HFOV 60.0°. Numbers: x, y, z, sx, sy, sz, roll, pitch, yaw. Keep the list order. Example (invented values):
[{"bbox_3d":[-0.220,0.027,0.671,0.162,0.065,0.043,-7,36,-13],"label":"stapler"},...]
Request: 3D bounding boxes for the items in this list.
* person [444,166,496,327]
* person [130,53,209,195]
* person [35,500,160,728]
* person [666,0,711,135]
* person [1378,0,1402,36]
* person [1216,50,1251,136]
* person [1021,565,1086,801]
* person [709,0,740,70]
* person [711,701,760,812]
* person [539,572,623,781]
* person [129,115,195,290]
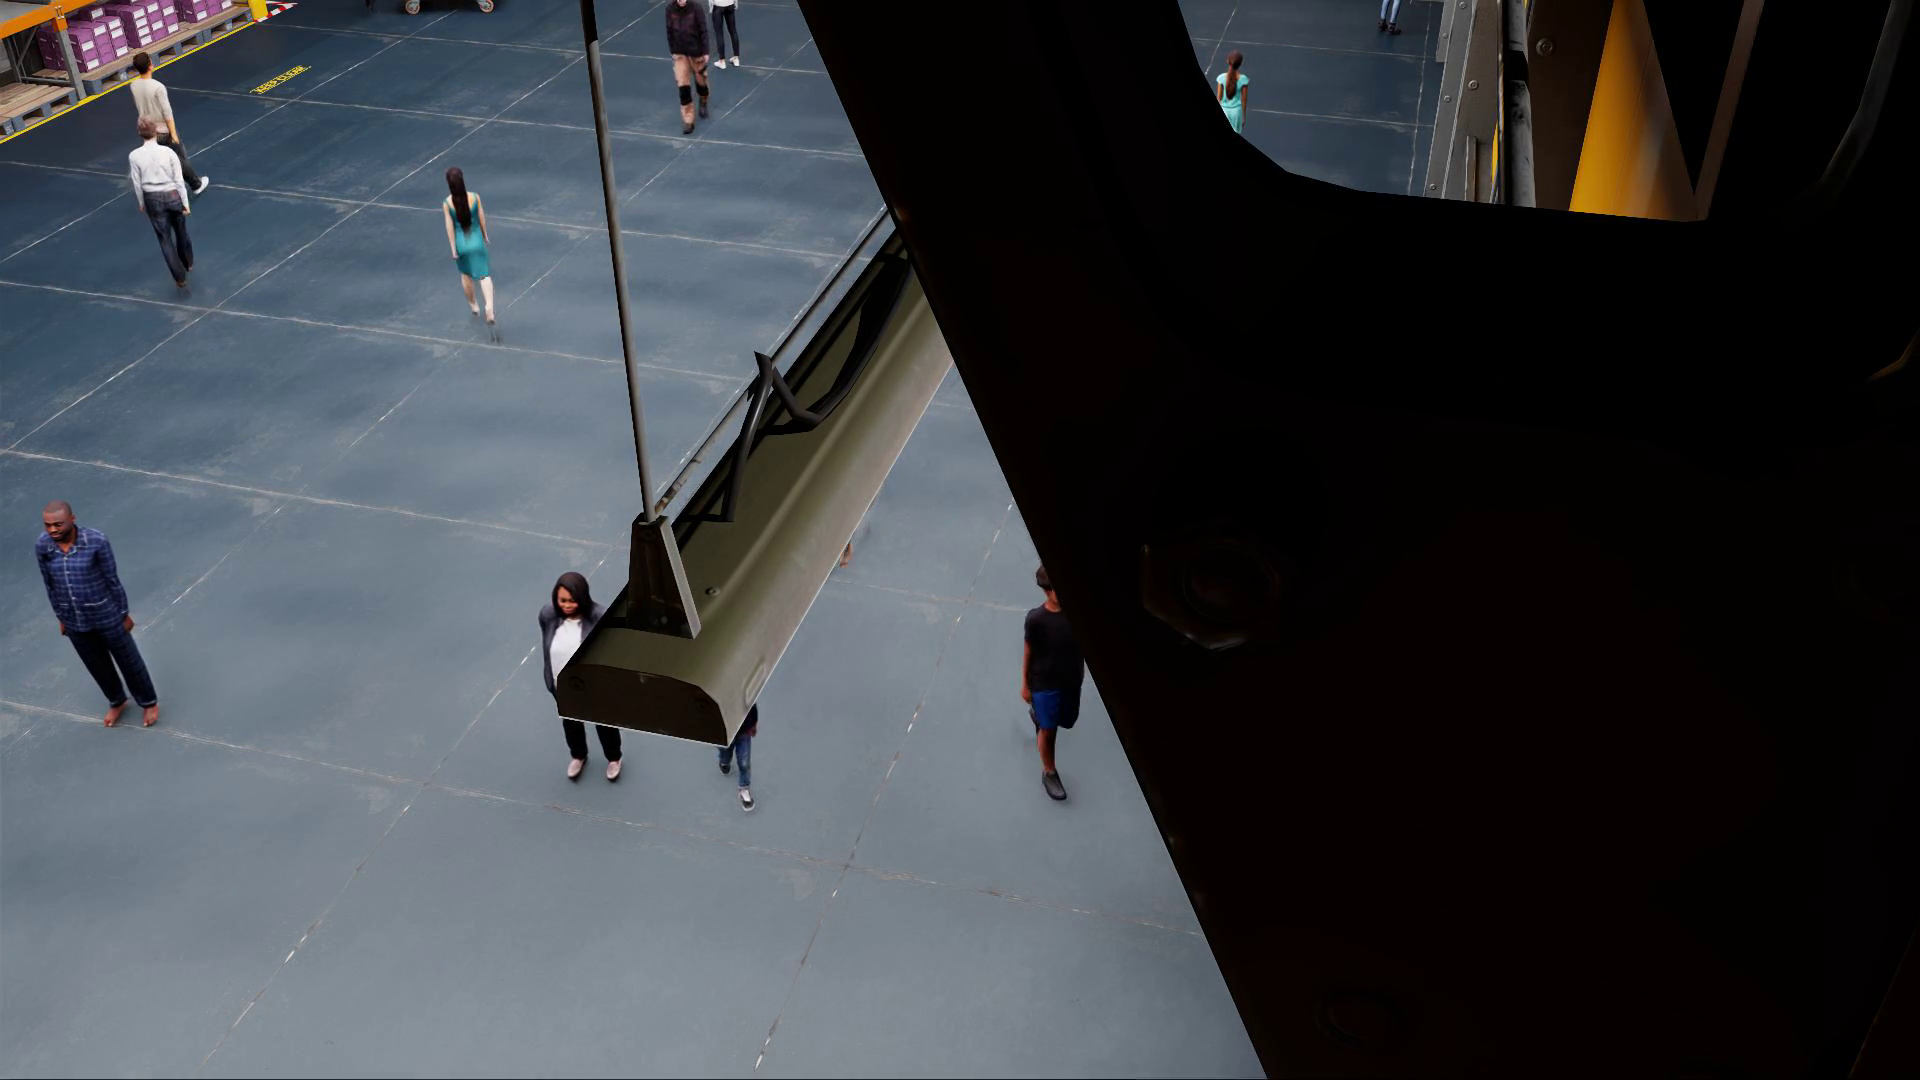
[{"bbox_3d":[-4.866,-2.892,16.596,0.895,1.665,1.018,-14,36,-20],"label":"person"},{"bbox_3d":[-9.280,-4.652,19.151,0.699,1.768,1.129,7,34,11],"label":"person"},{"bbox_3d":[-5.906,0.498,11.356,0.731,1.820,0.700,-1,34,-2],"label":"person"},{"bbox_3d":[-3.479,-6.295,21.501,0.903,1.903,1.236,0,34,0],"label":"person"},{"bbox_3d":[6.569,-8.518,25.011,0.702,1.721,0.647,-19,38,-26],"label":"person"},{"bbox_3d":[3.264,-5.142,20.078,0.546,1.558,0.529,7,34,11],"label":"person"},{"bbox_3d":[0.572,0.844,10.869,0.895,1.784,1.024,-11,35,-16],"label":"person"},{"bbox_3d":[-3.359,-7.584,23.625,0.670,1.700,0.758,-25,41,-32],"label":"person"},{"bbox_3d":[-1.495,1.180,10.880,0.735,1.211,0.840,-10,35,-15],"label":"person"},{"bbox_3d":[-2.491,0.897,10.962,0.705,1.593,0.697,3,34,4],"label":"person"},{"bbox_3d":[-8.333,-3.493,17.396,1.148,1.782,1.255,-15,37,-22],"label":"person"}]
